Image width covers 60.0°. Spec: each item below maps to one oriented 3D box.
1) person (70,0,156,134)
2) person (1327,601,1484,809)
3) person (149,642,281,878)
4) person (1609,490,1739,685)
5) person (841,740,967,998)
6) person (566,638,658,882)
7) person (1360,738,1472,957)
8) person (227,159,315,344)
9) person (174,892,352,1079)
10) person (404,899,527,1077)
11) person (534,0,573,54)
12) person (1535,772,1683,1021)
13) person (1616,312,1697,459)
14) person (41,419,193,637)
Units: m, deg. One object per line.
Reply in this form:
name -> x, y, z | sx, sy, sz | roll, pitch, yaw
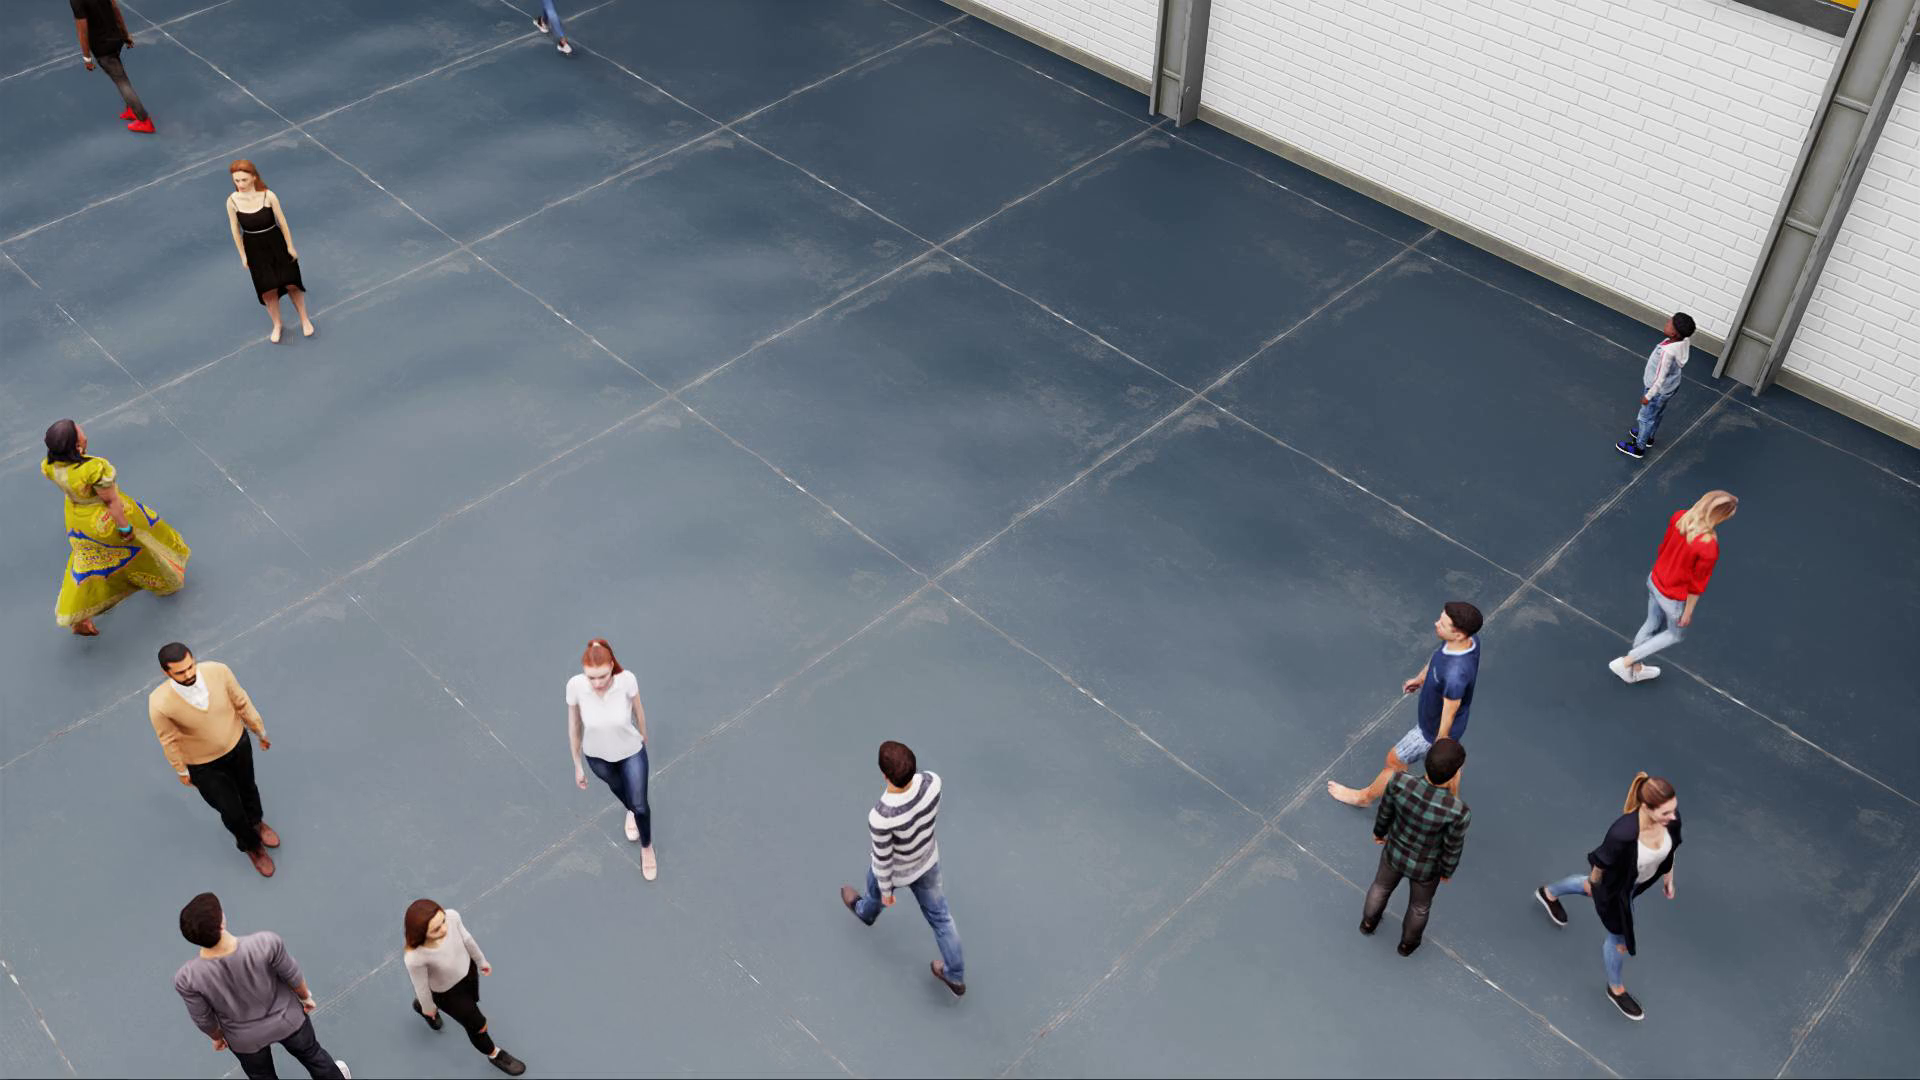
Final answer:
person -> -8.005, -4.692, 15.773 | 0.876, 1.790, 0.836 | 9, 44, 9
person -> 2.893, 1.053, 9.723 | 1.103, 1.816, 0.853 | 17, 46, 17
person -> -4.349, 1.180, 9.642 | 0.745, 1.746, 0.710 | 29, 51, 27
person -> 4.443, 0.345, 10.561 | 0.837, 1.686, 0.766 | -10, 44, -10
person -> -0.216, 1.796, 8.958 | 0.749, 1.797, 1.240 | -29, 51, -27
person -> -2.016, 1.153, 9.691 | 0.839, 1.717, 0.925 | -3, 44, -3
person -> 2.523, 1.707, 9.196 | 0.516, 1.708, 0.731 | 28, 50, 26
person -> -5.587, -2.350, 13.435 | 0.672, 1.625, 0.696 | -13, 45, -13
person -> -3.492, 2.380, 8.306 | 0.722, 1.851, 0.632 | -22, 48, -21
person -> -2.705, 2.280, 8.691 | 1.001, 1.464, 0.781 | 15, 46, 15
person -> -4.262, -5.773, 17.066 | 0.701, 1.571, 1.116 | -26, 50, -25
person -> 3.546, 1.777, 9.092 | 0.856, 1.640, 1.218 | -20, 47, -20
person -> 5.251, -1.173, 12.463 | 0.472, 1.260, 0.476 | -34, 53, -31
person -> -5.747, -0.061, 11.031 | 1.372, 1.627, 1.228 | 12, 45, 13
